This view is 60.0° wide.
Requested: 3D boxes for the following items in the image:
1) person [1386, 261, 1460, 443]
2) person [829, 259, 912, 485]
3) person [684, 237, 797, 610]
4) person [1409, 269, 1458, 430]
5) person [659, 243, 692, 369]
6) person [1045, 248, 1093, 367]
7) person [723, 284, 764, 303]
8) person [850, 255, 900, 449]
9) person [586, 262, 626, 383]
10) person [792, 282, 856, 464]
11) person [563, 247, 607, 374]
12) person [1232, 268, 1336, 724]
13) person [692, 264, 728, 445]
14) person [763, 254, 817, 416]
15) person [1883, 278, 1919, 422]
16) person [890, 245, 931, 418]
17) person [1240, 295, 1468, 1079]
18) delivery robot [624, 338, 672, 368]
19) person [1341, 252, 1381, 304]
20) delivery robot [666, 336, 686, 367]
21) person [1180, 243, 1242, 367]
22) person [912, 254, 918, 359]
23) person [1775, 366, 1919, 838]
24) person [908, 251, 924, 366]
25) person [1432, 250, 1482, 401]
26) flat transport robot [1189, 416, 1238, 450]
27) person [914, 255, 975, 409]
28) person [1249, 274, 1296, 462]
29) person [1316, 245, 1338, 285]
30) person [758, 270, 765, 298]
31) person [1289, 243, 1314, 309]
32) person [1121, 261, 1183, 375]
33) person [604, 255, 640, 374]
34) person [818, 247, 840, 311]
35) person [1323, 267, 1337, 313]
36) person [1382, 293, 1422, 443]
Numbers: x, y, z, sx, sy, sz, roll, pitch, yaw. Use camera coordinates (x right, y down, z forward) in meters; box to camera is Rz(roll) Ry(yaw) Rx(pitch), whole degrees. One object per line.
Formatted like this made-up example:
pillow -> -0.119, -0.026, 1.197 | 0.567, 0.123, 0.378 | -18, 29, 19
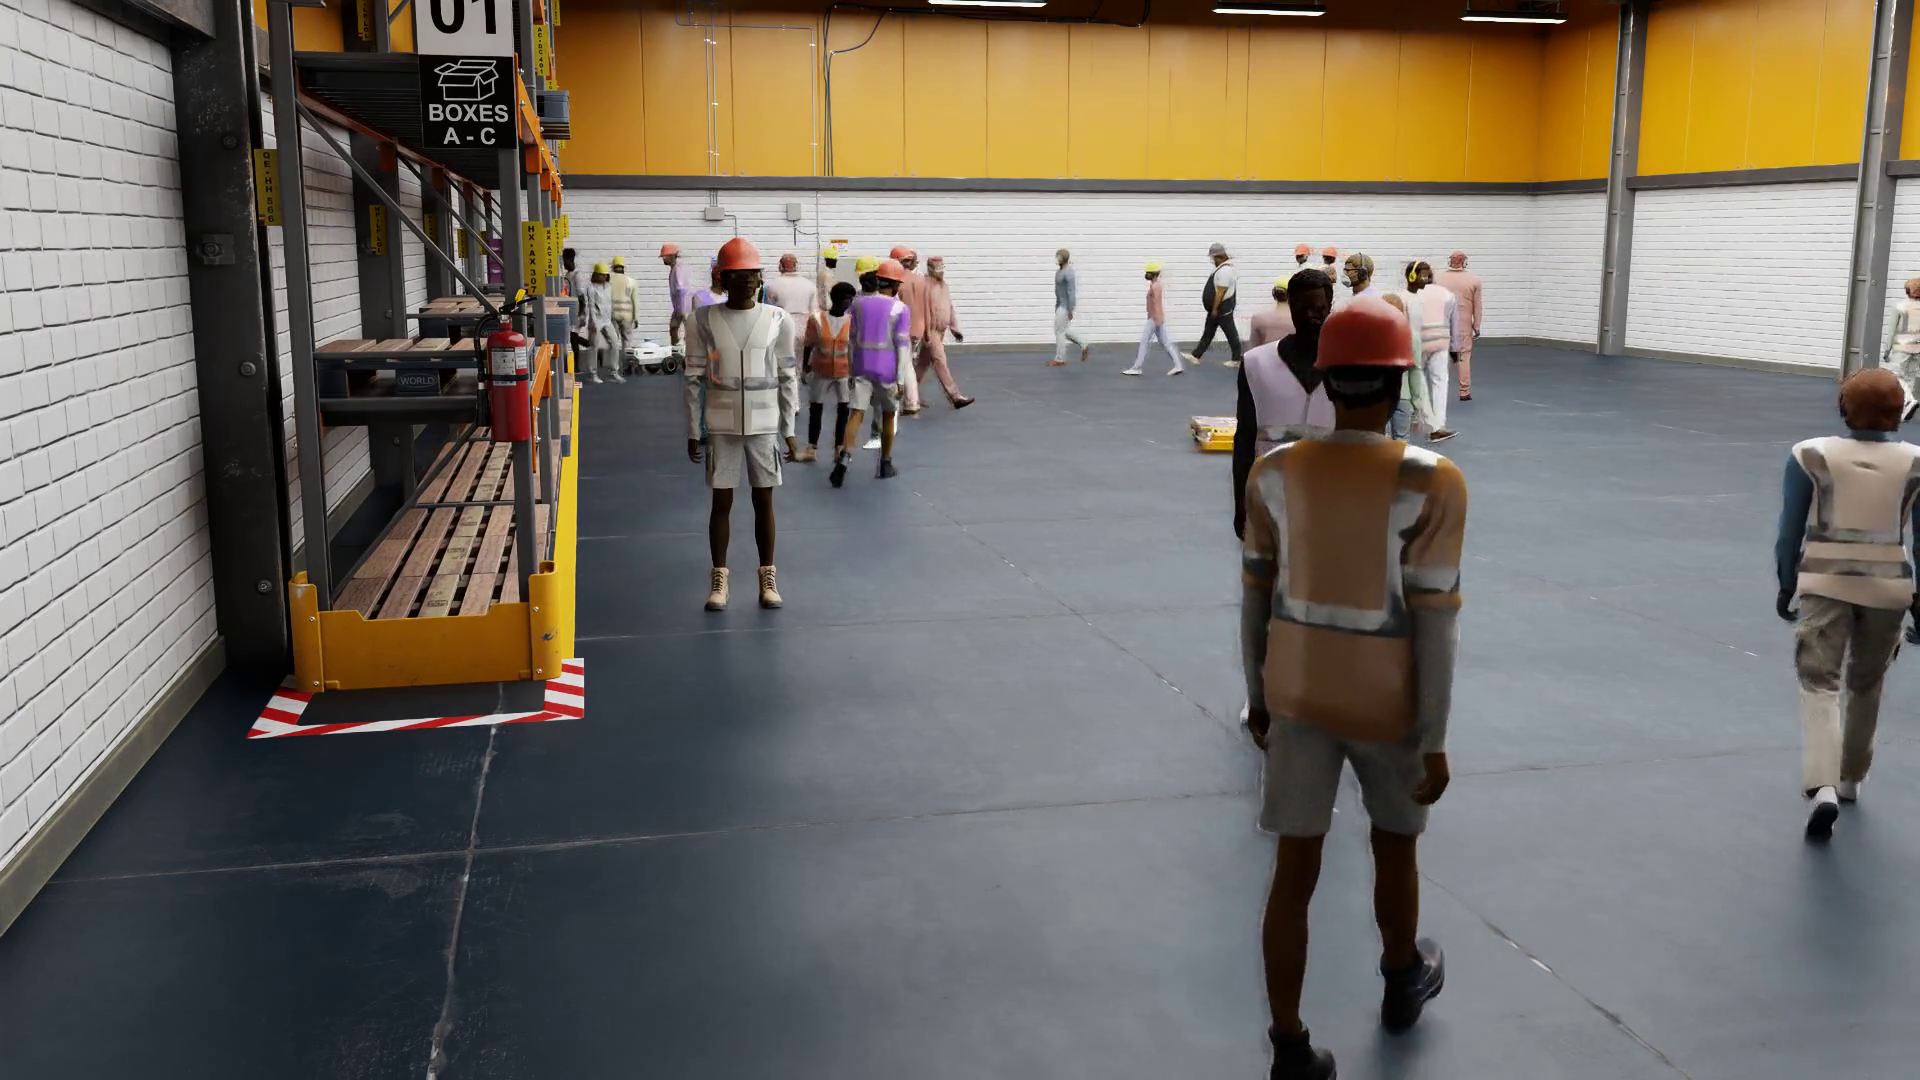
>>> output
person -> 4.546, -1.856, 16.607 | 0.964, 1.811, 0.571 | 8, 13, 39
person -> -0.733, -1.399, 13.919 | 0.599, 1.886, 0.915 | 3, 11, 17
person -> -1.202, -0.629, 9.167 | 0.615, 2.047, 0.358 | -2, 10, -10
person -> 4.918, -1.995, 17.506 | 0.703, 1.783, 0.924 | -1, 10, -6
person -> -4.301, -3.694, 26.356 | 0.908, 2.006, 0.665 | -4, 11, -22
person -> 1.760, -3.738, 26.762 | 0.719, 1.919, 0.640 | -1, 10, -7
person -> -2.867, -2.768, 21.668 | 0.639, 1.817, 0.611 | -2, 10, -11
person -> -0.795, -1.863, 16.437 | 0.600, 1.902, 0.707 | 6, 12, 31
person -> -5.039, -3.066, 23.560 | 0.684, 1.714, 0.516 | 6, 12, 32
person -> -1.206, -1.509, 15.098 | 0.676, 1.662, 0.386 | -1, 10, -3
person -> -5.764, -3.496, 25.391 | 0.745, 1.930, 0.668 | -7, 12, -33
person -> 1.442, -0.172, 7.004 | 0.589, 1.917, 0.393 | 1, 10, 7
person -> -2.390, -1.813, 16.387 | 0.651, 1.807, 0.586 | 6, 12, 31
person -> -2.070, -2.418, 19.593 | 0.647, 1.870, 0.925 | -6, 12, -32
person -> 10.566, -2.097, 18.474 | 0.526, 1.620, 0.554 | 0, 10, -1
person -> -0.652, -2.384, 19.086 | 0.577, 1.972, 0.639 | 10, 14, 43
person -> 0.968, 0.364, 4.065 | 0.561, 1.895, 0.963 | 6, 12, 30
delivery robot -> -4.713, -2.809, 25.127 | 0.477, 0.478, 0.707 | 9, 14, 41
person -> 3.154, -1.309, 13.243 | 0.372, 1.940, 0.631 | -1, 10, -4
delivery robot -> -4.209, -2.904, 25.657 | 0.477, 0.478, 0.707 | 5, 11, 27
person -> 4.096, -3.783, 26.666 | 1.041, 2.000, 0.698 | 0, 10, 2
person -> -0.809, -3.986, 28.364 | 0.483, 1.833, 0.539 | -2, 10, -9
person -> 3.112, 0.205, 5.772 | 0.508, 1.605, 0.785 | 3, 11, 18
person -> -0.834, -3.703, 26.724 | 0.727, 1.856, 0.606 | -4, 11, -23
person -> 6.304, -2.727, 21.188 | 0.652, 1.906, 0.402 | 4, 11, 19
flat transport robot -> 2.688, -1.074, 16.560 | 0.652, 0.197, 1.431 | 0, 10, 1
person -> -0.265, -2.491, 20.035 | 1.004, 1.839, 0.628 | 5, 11, 25
person -> 2.727, -1.401, 14.266 | 0.540, 1.744, 0.379 | 4, 11, 22
person -> 6.605, -4.332, 29.999 | 0.372, 1.935, 0.550 | -2, 10, -10
person -> -2.878, -2.887, 22.692 | 0.708, 1.668, 0.557 | 9, 13, 39
person -> 5.820, -4.073, 28.451 | 0.459, 1.972, 0.640 | -3, 11, -16
person -> 2.953, -3.330, 25.053 | 0.919, 1.720, 0.542 | 2, 10, 11
person -> -5.162, -3.398, 25.177 | 0.628, 1.809, 0.570 | -1, 10, -5
person -> -2.341, -4.073, 28.622 | 0.673, 1.911, 0.590 | -2, 10, -11
person -> 5.755, -3.435, 25.877 | 0.425, 1.617, 0.522 | -3, 11, -17
person -> 3.253, -1.055, 12.679 | 0.498, 1.634, 0.278 | 2, 10, 11
